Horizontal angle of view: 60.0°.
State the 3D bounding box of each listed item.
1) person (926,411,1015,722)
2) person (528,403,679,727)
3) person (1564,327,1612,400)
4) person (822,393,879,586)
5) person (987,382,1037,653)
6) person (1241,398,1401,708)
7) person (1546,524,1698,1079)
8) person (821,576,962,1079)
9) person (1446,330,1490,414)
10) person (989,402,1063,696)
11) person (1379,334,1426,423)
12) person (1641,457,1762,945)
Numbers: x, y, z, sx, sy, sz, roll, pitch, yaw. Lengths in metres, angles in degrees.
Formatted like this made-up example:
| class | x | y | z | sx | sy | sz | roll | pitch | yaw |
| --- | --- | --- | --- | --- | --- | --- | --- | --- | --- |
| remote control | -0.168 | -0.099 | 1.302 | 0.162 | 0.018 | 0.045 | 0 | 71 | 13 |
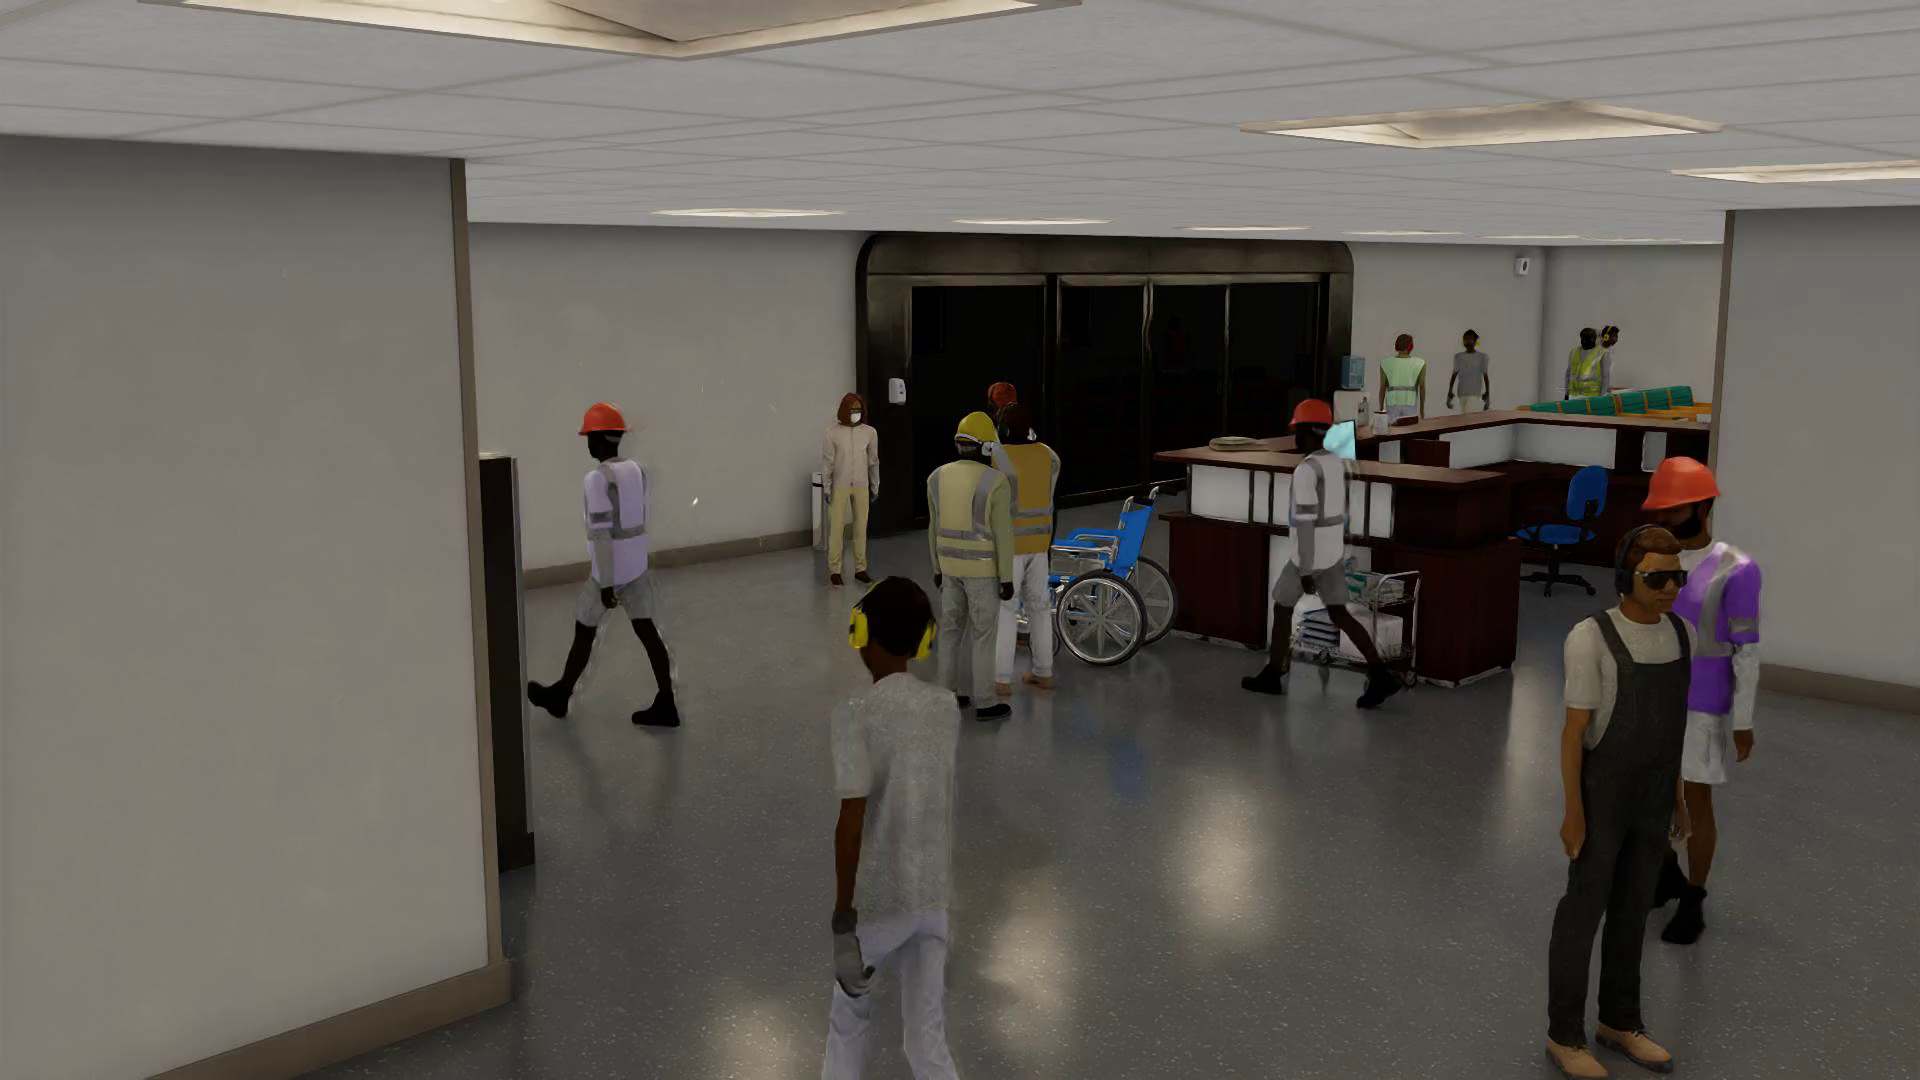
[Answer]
| class | x | y | z | sx | sy | sz | roll | pitch | yaw |
| --- | --- | --- | --- | --- | --- | --- | --- | --- | --- |
| person | 0.080 | 0.156 | 9.831 | 0.598 | 1.824 | 0.403 | 7 | 12 | 37 |
| person | -2.076 | 0.147 | 9.697 | 1.011 | 1.875 | 0.548 | 4 | 10 | 24 |
| person | 8.742 | -2.046 | 23.267 | 0.429 | 1.842 | 0.633 | -8 | 12 | -41 |
| person | -0.917 | -0.428 | 14.016 | 0.504 | 1.627 | 0.285 | -4 | 10 | -23 |
| person | 0.321 | -0.155 | 11.541 | 0.362 | 1.883 | 0.576 | 6 | 11 | 31 |
| person | 2.227 | 0.082 | 10.124 | 1.004 | 1.891 | 0.537 | 8 | 12 | 42 |
| person | 2.180 | 0.857 | 5.445 | 0.507 | 1.845 | 0.339 | -4 | 10 | -22 |
| person | -0.217 | 1.012 | 4.621 | 0.573 | 1.802 | 0.839 | -8 | 12 | -39 |
| person | 7.067 | -2.013 | 23.135 | 0.548 | 1.820 | 1.002 | 8 | 12 | 39 |
| person | 0.351 | 0.054 | 10.437 | 0.625 | 1.832 | 0.431 | -7 | 11 | -35 |
| person | 5.554 | -1.663 | 20.917 | 0.567 | 1.840 | 0.375 | 2 | 10 | 14 |
| person | 2.921 | 0.632 | 6.656 | 0.513 | 1.937 | 0.599 | -6 | 11 | -34 |
